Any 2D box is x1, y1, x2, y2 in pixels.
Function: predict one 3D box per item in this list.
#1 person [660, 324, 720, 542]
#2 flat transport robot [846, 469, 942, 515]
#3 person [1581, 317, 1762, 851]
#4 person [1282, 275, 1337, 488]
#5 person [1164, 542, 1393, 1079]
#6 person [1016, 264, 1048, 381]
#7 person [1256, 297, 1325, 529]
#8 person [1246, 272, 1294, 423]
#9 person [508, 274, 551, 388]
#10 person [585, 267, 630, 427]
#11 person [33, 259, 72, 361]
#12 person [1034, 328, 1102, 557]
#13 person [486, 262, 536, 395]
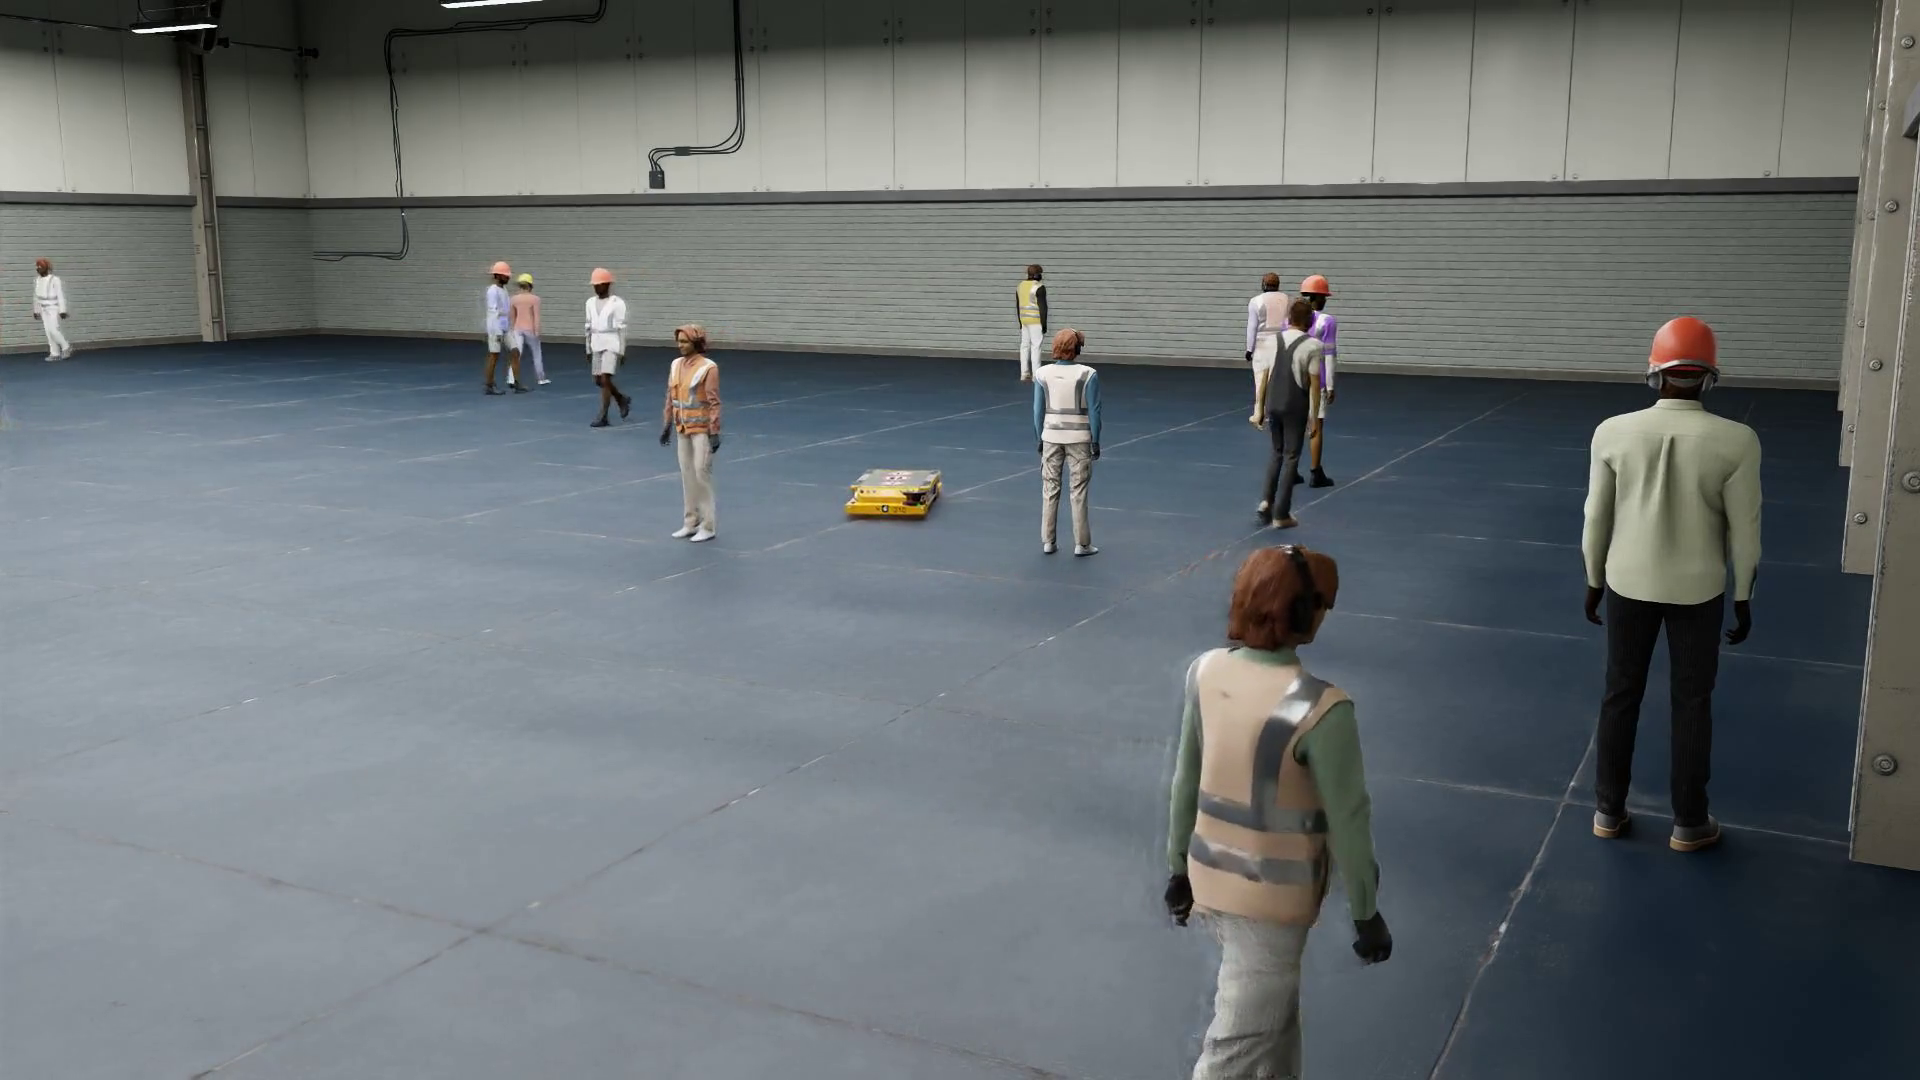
[{"bbox_3d":[-2.009,-0.814,12.585,0.523,1.640,0.324,10,14,42],"label":"person"},{"bbox_3d":[-0.545,-0.423,14.182,0.652,0.197,1.431,1,10,5],"label":"flat transport robot"},{"bbox_3d":[2.654,0.169,6.237,0.622,1.996,0.370,7,12,33],"label":"person"},{"bbox_3d":[3.201,-1.449,15.239,0.547,1.934,0.376,9,14,40],"label":"person"},{"bbox_3d":[0.763,0.808,3.808,0.746,1.610,0.513,-5,11,-25],"label":"person"},{"bbox_3d":[1.168,-3.427,26.275,0.429,1.841,0.634,-8,13,-37],"label":"person"},{"bbox_3d":[2.591,-0.993,13.095,0.543,1.812,0.480,9,13,39],"label":"person"},{"bbox_3d":[3.802,-2.362,20.469,0.630,1.842,0.429,-3,11,-14],"label":"person"},{"bbox_3d":[-6.605,-3.176,25.253,0.537,1.718,0.928,3,11,15],"label":"person"},{"bbox_3d":[-4.262,-2.342,20.164,0.555,1.916,0.777,5,11,24],"label":"person"},{"bbox_3d":[-16.677,-4.207,30.470,0.582,1.871,0.416,5,11,24],"label":"person"},{"bbox_3d":[0.771,-0.696,11.932,0.511,1.640,0.308,5,11,24],"label":"person"},{"bbox_3d":[-6.495,-3.025,23.900,0.829,1.902,0.584,1,10,8],"label":"person"}]
